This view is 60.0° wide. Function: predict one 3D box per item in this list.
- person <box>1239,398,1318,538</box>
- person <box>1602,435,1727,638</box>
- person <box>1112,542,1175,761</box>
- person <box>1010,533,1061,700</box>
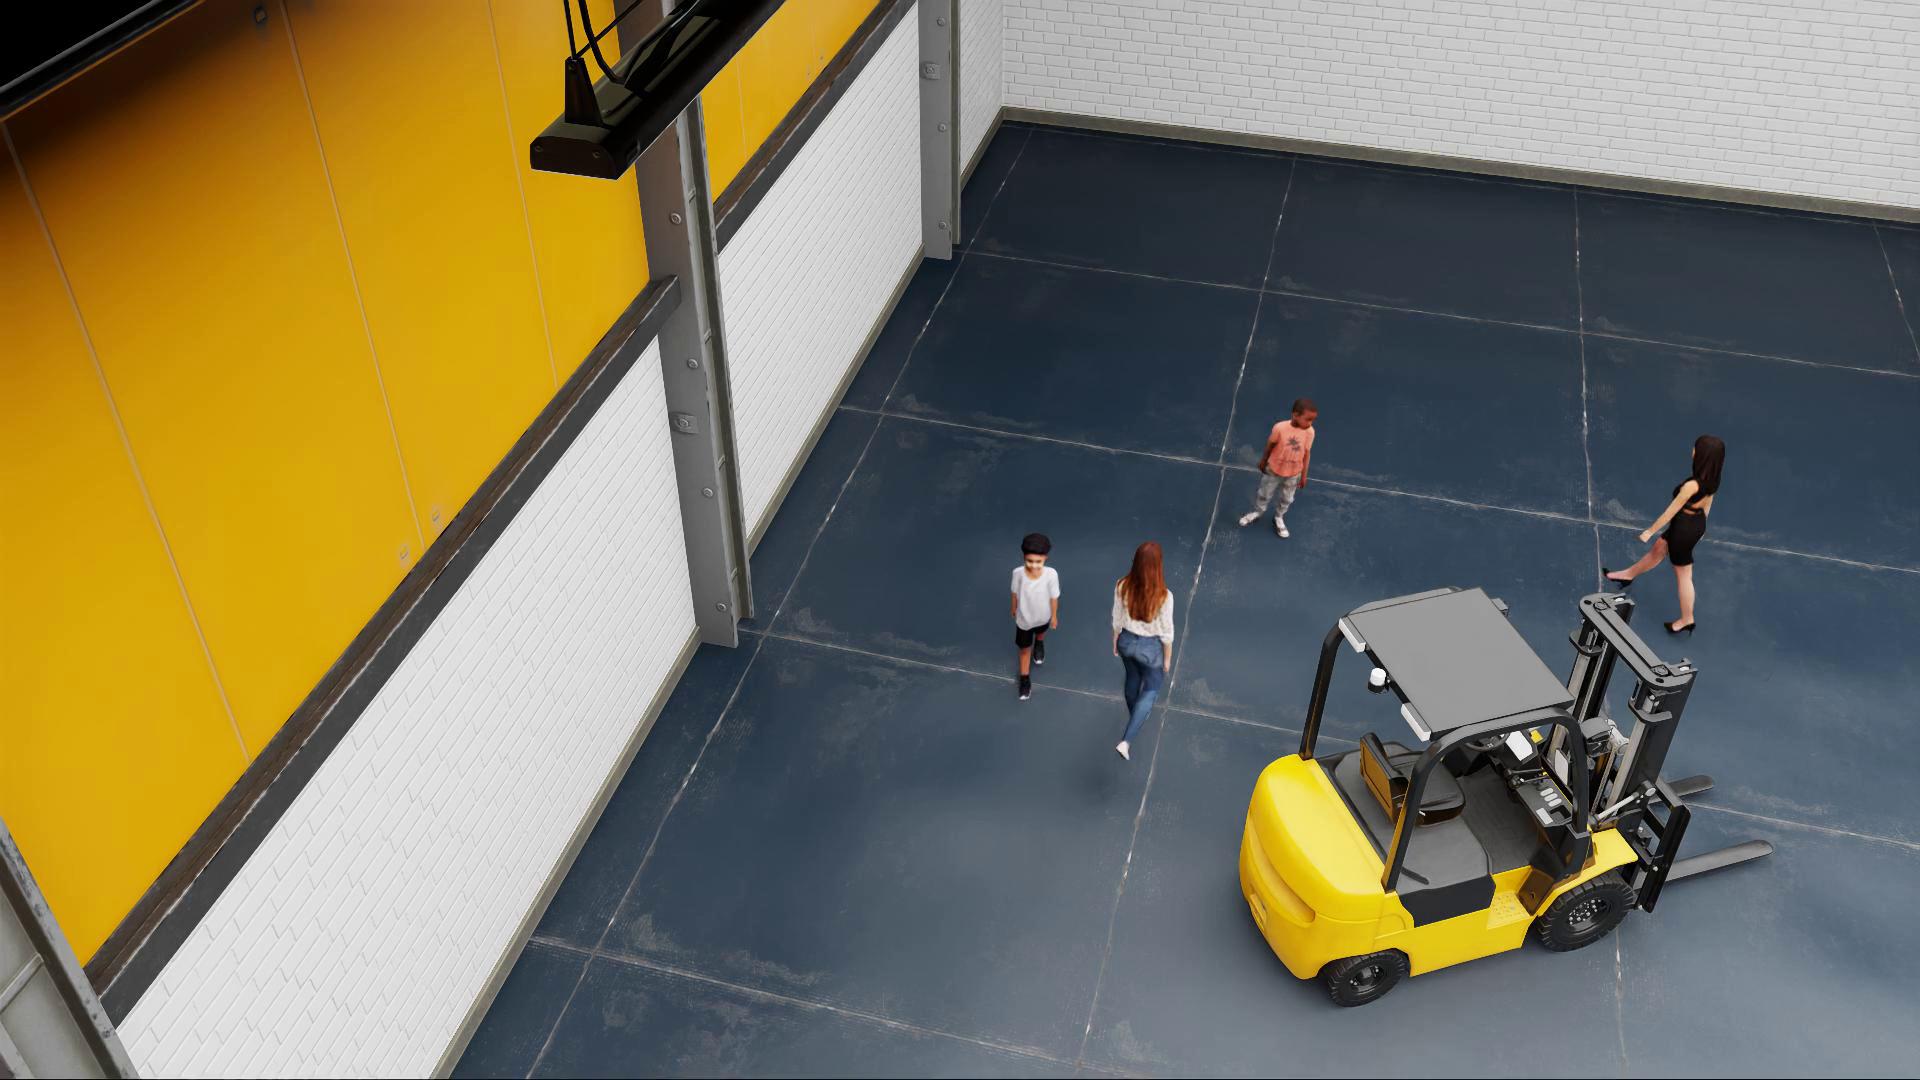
[{"bbox_3d":[2.500,-0.595,12.936,0.634,1.284,0.529,16,41,19],"label":"person"},{"bbox_3d":[5.250,0.021,11.905,1.043,1.610,0.968,-31,48,-33],"label":"person"},{"bbox_3d":[1.156,0.749,10.912,0.712,1.711,0.993,17,42,21],"label":"person"},{"bbox_3d":[0.532,0.441,11.688,0.603,1.224,0.927,3,39,4],"label":"person"}]
